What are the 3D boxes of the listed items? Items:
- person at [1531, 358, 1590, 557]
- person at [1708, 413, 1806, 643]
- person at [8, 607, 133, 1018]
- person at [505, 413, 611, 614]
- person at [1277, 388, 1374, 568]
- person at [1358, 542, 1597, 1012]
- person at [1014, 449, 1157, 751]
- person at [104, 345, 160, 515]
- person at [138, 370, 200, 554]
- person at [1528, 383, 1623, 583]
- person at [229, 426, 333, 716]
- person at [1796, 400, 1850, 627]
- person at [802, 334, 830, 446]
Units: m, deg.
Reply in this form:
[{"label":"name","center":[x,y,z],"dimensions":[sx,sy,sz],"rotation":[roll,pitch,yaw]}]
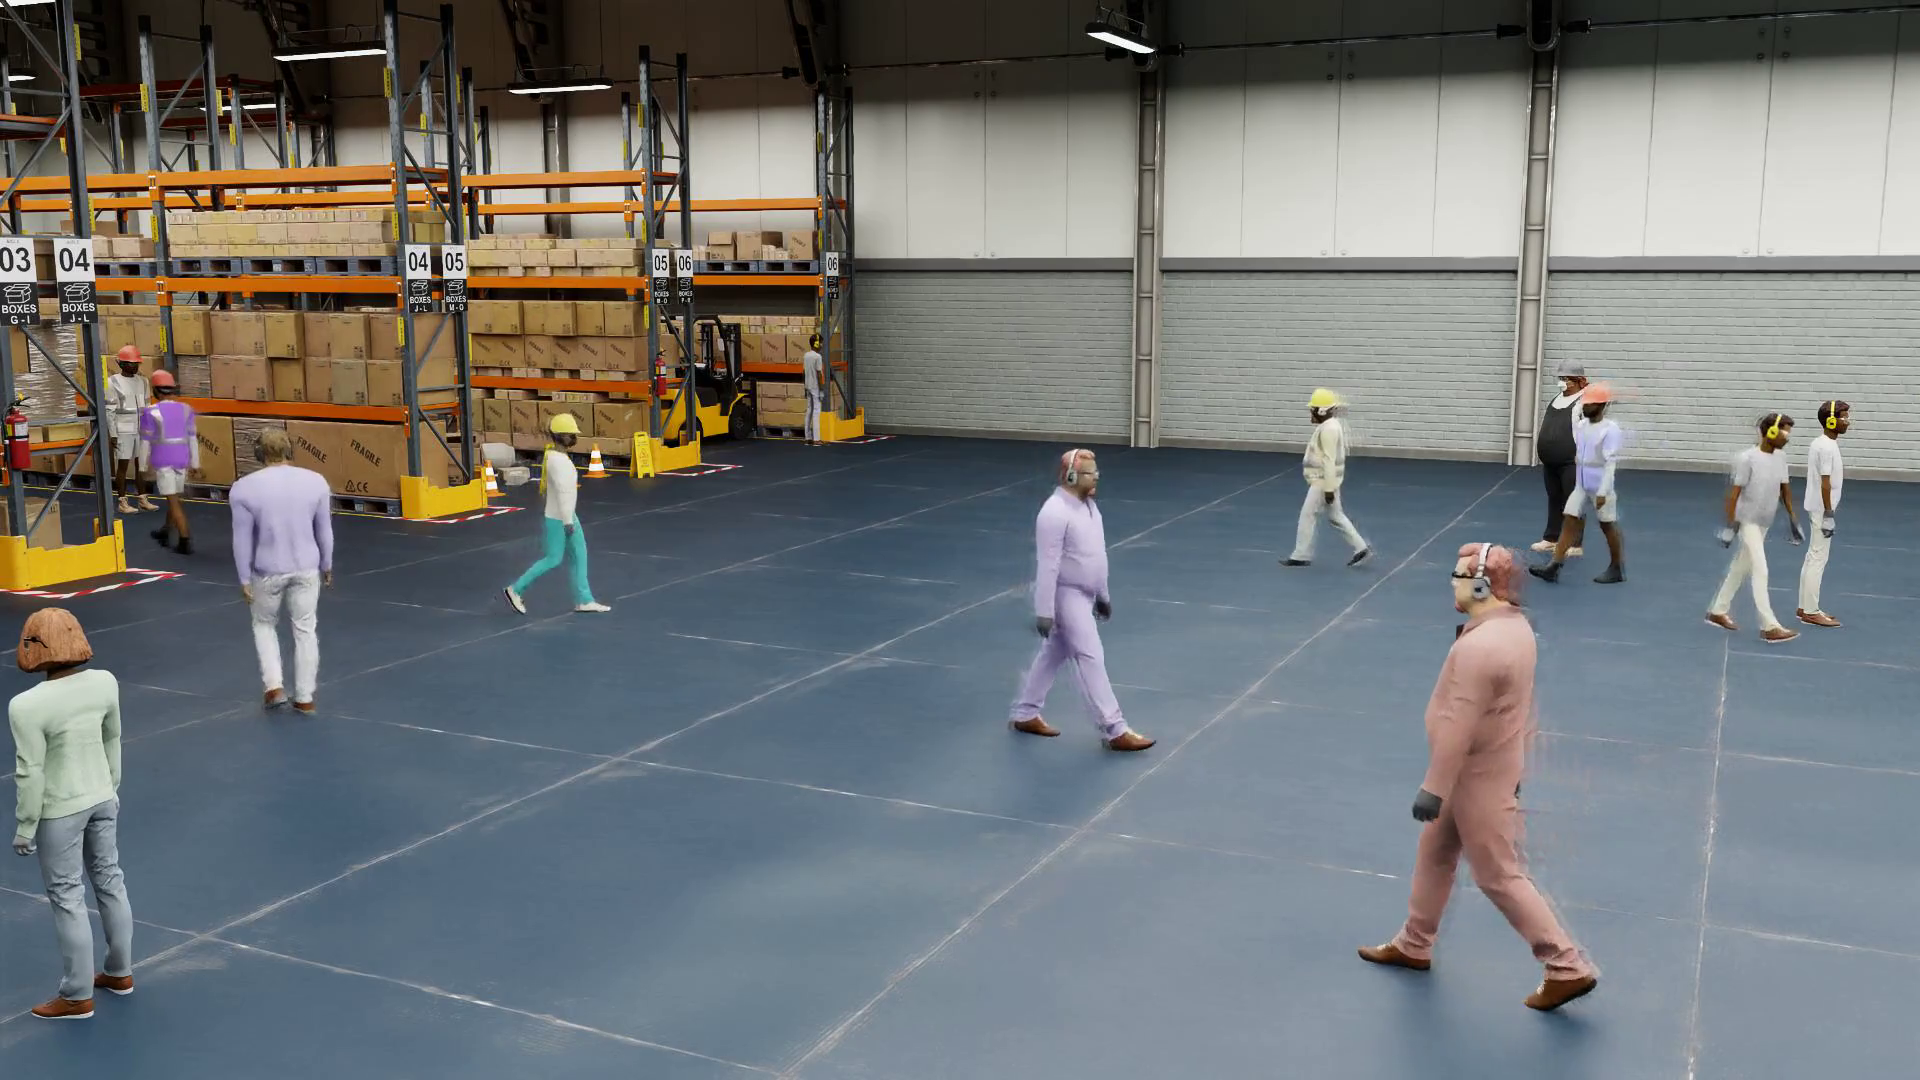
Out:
[{"label":"person","center":[6.224,-0.855,17.152],"dimensions":[0.537,2.000,0.678],"rotation":[-3,10,-19]},{"label":"person","center":[6.414,-0.109,13.306],"dimensions":[0.504,1.806,0.980],"rotation":[-5,11,-28]},{"label":"person","center":[-3.522,1.073,6.582],"dimensions":[0.280,1.633,0.500],"rotation":[3,10,16]},{"label":"person","center":[-3.444,-0.214,14.144],"dimensions":[0.795,1.739,0.520],"rotation":[0,9,-1]},{"label":"person","center":[3.635,-0.594,16.319],"dimensions":[0.892,1.800,0.606],"rotation":[3,10,16]},{"label":"person","center":[2.132,0.937,6.709],"dimensions":[0.937,1.869,0.643],"rotation":[4,10,24]},{"label":"person","center":[0.745,0.359,10.279],"dimensions":[0.986,1.852,0.664],"rotation":[4,10,23]},{"label":"person","center":[-9.975,-1.323,20.060],"dimensions":[0.403,2.035,0.606],"rotation":[5,10,26]},{"label":"person","center":[-8.316,-0.814,17.330],"dimensions":[0.930,1.896,0.569],"rotation":[6,11,32]},{"label":"person","center":[5.829,-0.507,15.484],"dimensions":[0.985,1.883,0.583],"rotation":[-4,10,-22]},{"label":"person","center":[-4.453,0.214,10.984],"dimensions":[0.647,1.924,0.476],"rotation":[-6,11,-31]},{"label":"person","center":[7.190,-0.224,13.808],"dimensions":[0.328,1.872,0.513],"rotation":[3,10,19]},{"label":"person","center":[-2.433,-2.506,27.825],"dimensions":[0.335,1.864,0.519],"rotation":[-7,12,-37]}]
